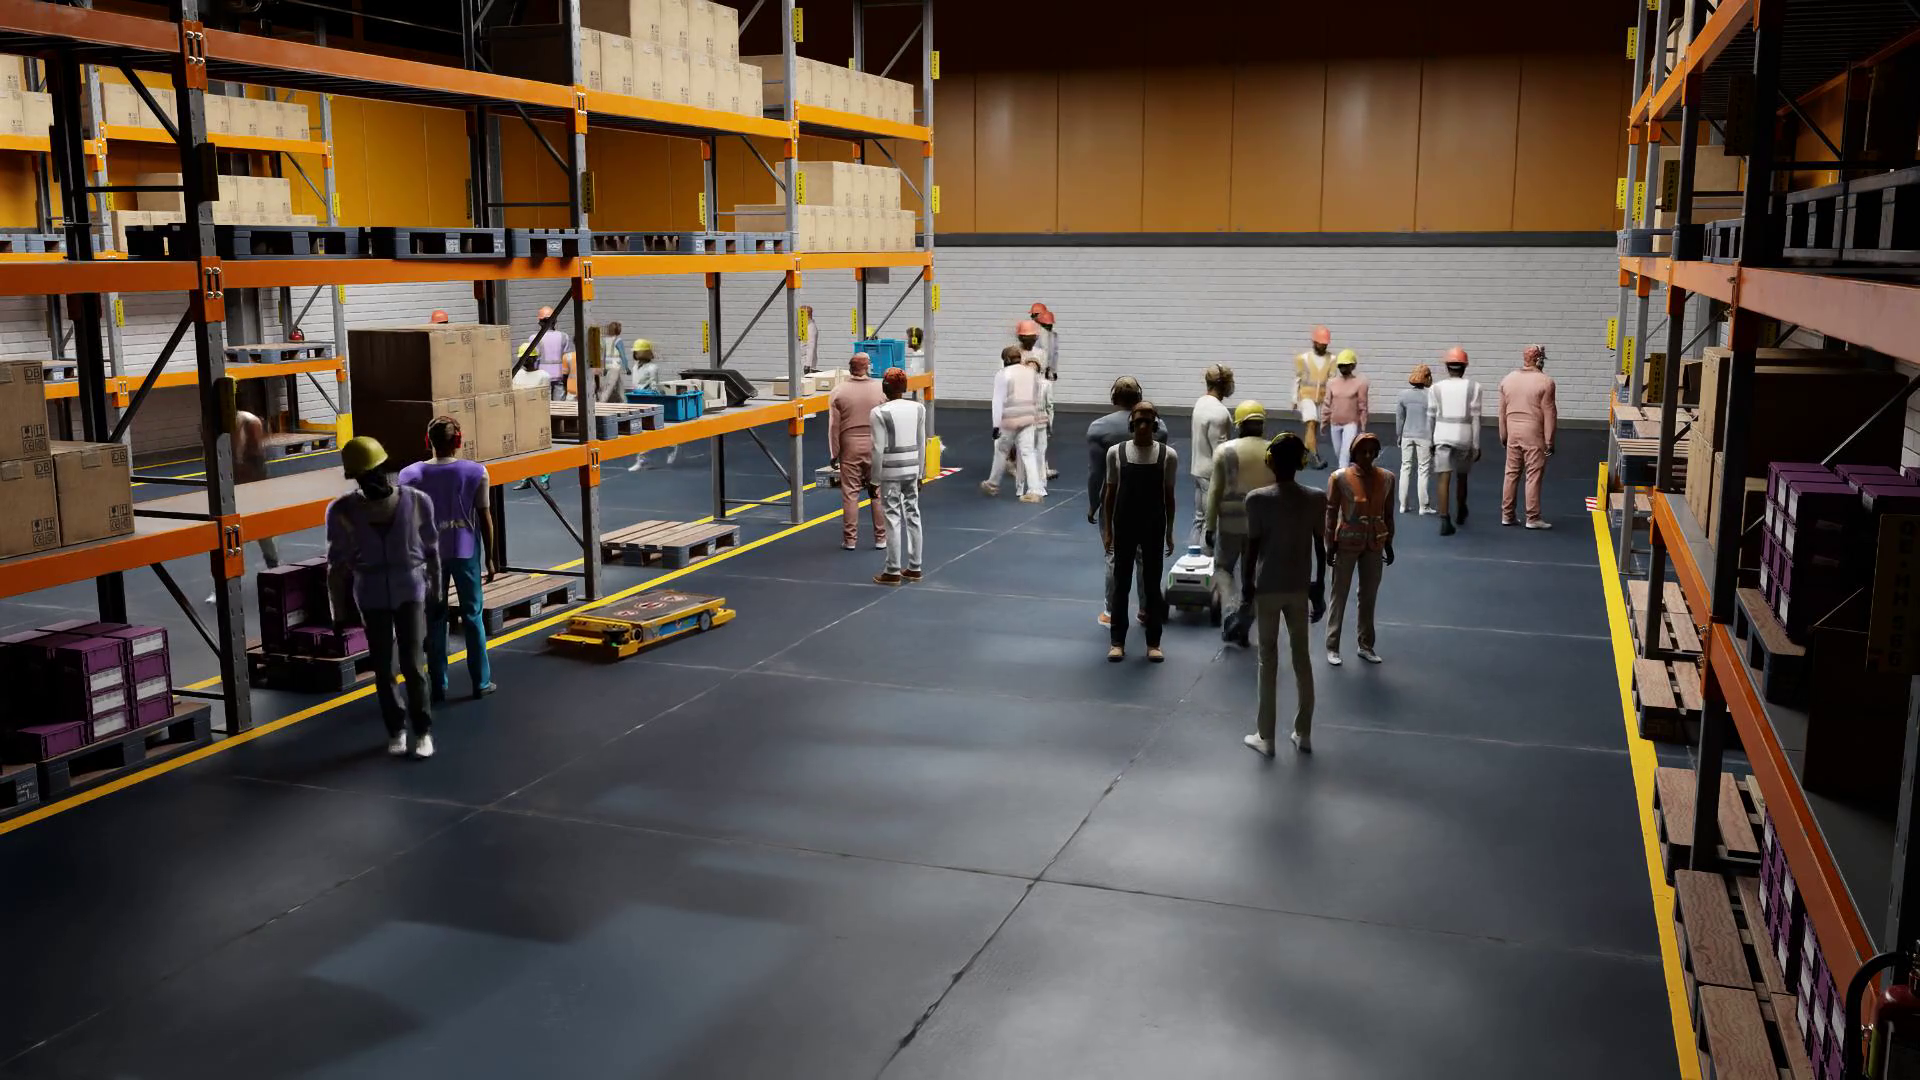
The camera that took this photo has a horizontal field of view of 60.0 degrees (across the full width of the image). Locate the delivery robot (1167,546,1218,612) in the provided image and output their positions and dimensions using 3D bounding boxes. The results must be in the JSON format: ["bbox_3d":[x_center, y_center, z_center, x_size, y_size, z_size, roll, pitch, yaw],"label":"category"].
[{"bbox_3d":[1.842,0.290,13.106,0.477,0.478,0.707,3,10,14],"label":"delivery robot"}]

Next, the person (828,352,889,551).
[{"bbox_3d":[-0.940,-0.847,15.977,0.644,1.904,0.399,-1,10,-5],"label":"person"}]

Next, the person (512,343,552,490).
[{"bbox_3d":[-5.112,-1.456,19.836,0.529,1.775,0.359,3,10,15],"label":"person"}]

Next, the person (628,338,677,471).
[{"bbox_3d":[-4.041,-1.758,21.614,0.594,1.727,0.490,-9,14,-42],"label":"person"}]

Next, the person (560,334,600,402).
[{"bbox_3d":[-5.420,-2.128,23.776,0.551,1.697,0.321,-2,10,-11],"label":"person"}]

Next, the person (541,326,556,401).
[{"bbox_3d":[-6.142,-2.500,25.106,0.362,1.963,0.614,-5,11,-27],"label":"person"}]

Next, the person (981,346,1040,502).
[{"bbox_3d":[0.602,-1.329,19.081,0.696,1.763,0.999,-6,12,-31],"label":"person"}]

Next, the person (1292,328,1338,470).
[{"bbox_3d":[4.660,-1.865,21.887,0.540,1.865,1.023,-1,10,-4],"label":"person"}]

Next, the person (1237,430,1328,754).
[{"bbox_3d":[1.856,0.305,9.588,0.534,1.868,0.309,-2,10,-10],"label":"person"}]

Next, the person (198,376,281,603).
[{"bbox_3d":[-6.059,-0.474,13.994,0.601,1.884,0.990,1,10,6],"label":"person"}]

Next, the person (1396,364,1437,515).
[{"bbox_3d":[4.985,-1.092,18.112,0.500,1.634,0.286,9,14,43],"label":"person"}]

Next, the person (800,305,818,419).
[{"bbox_3d":[-2.601,-3.010,28.151,0.410,1.909,0.643,-2,10,-9],"label":"person"}]

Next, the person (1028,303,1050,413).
[{"bbox_3d":[1.285,-2.839,26.933,0.383,1.996,0.609,-1,10,-7],"label":"person"}]

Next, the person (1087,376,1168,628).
[{"bbox_3d":[1.265,-0.282,12.712,0.628,1.934,0.375,-2,10,-10],"label":"person"}]

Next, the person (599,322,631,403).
[{"bbox_3d":[-5.934,-2.943,28.660,0.879,1.591,0.509,-7,12,-35],"label":"person"}]

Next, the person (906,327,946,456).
[{"bbox_3d":[-0.500,-1.873,21.910,0.459,1.852,0.502,1,10,7],"label":"person"}]

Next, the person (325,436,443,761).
[{"bbox_3d":[-3.238,0.332,9.389,0.601,1.878,0.619,-3,10,-15],"label":"person"}]

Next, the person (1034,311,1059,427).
[{"bbox_3d":[1.296,-2.770,26.901,0.559,1.884,0.771,-7,12,-35],"label":"person"}]

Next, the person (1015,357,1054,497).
[{"bbox_3d":[0.837,-1.315,19.377,0.519,1.634,0.311,-2,10,-10],"label":"person"}]

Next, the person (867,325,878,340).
[{"bbox_3d":[-1.305,-2.341,24.826,0.545,1.748,0.482,1,10,3],"label":"person"}]

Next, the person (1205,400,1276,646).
[{"bbox_3d":[2.085,-0.119,12.158,0.626,1.801,0.454,-1,10,-7],"label":"person"}]

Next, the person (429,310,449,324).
[{"bbox_3d":[-7.911,-2.553,25.513,0.542,1.929,0.374,10,14,43],"label":"person"}]

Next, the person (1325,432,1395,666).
[{"bbox_3d":[2.789,0.060,11.615,0.523,1.638,0.311,-2,10,-12],"label":"person"}]

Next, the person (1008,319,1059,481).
[{"bbox_3d":[0.857,-1.713,20.568,0.625,1.997,0.989,-5,11,-26],"label":"person"}]

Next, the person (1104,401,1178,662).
[{"bbox_3d":[1.266,-0.057,11.692,0.508,1.847,0.345,1,10,4],"label":"person"}]

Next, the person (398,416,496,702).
[{"bbox_3d":[-3.276,0.130,10.659,0.563,1.837,0.395,-1,10,-8],"label":"person"}]

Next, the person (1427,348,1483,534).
[{"bbox_3d":[5.074,-1.026,17.069,0.560,1.867,1.033,4,11,21],"label":"person"}]

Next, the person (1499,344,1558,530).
[{"bbox_3d":[5.890,-1.066,17.204,0.402,1.906,0.652,-7,12,-35],"label":"person"}]

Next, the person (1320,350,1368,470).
[{"bbox_3d":[4.479,-1.358,19.360,0.536,1.729,0.869,8,13,38],"label":"person"}]

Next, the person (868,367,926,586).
[{"bbox_3d":[-0.544,-0.546,14.341,0.574,1.883,0.360,-8,13,-38],"label":"person"}]

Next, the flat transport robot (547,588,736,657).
[{"bbox_3d":[-2.356,0.598,12.437,0.652,0.197,1.431,5,11,27],"label":"flat transport robot"}]

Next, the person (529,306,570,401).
[{"bbox_3d":[-5.909,-2.331,23.941,0.608,2.044,0.371,-8,13,-38],"label":"person"}]

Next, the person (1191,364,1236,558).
[{"bbox_3d":[2.125,-0.511,14.007,0.418,1.937,0.652,-1,10,-7],"label":"person"}]
